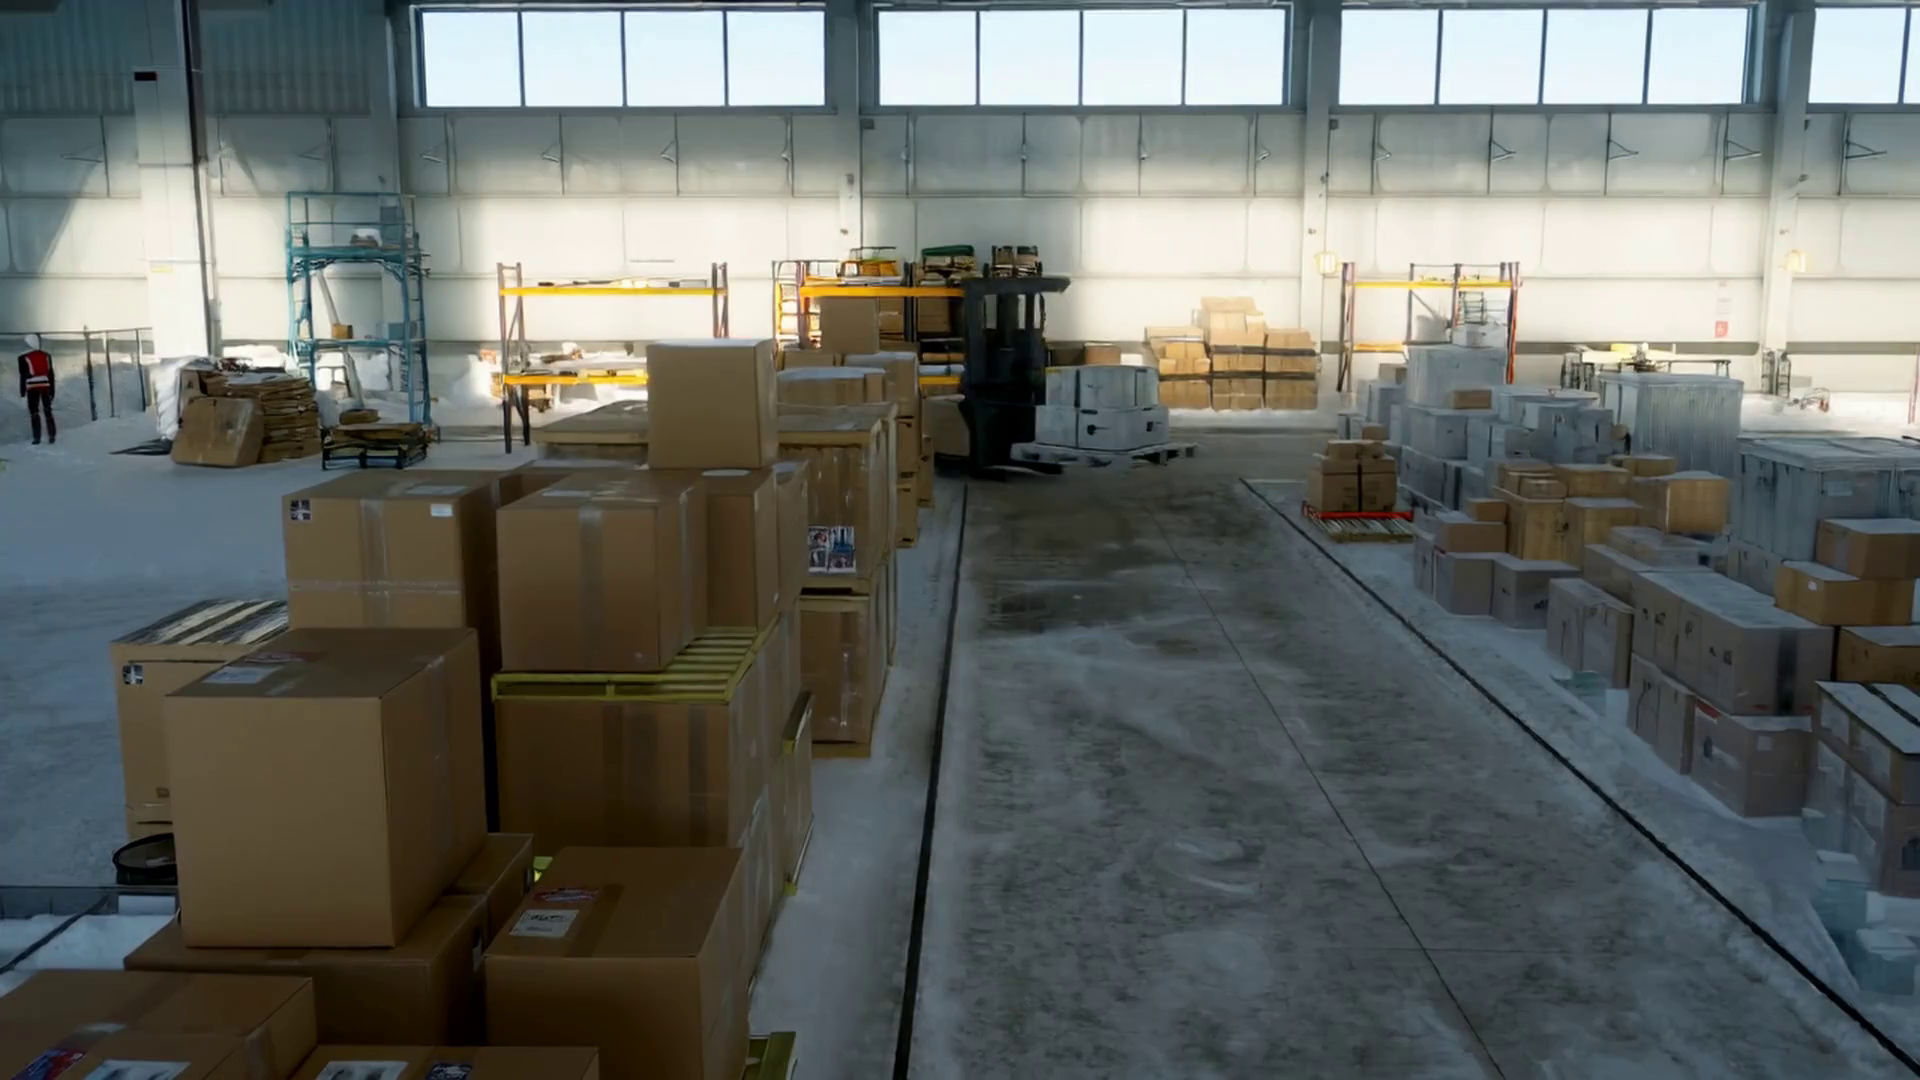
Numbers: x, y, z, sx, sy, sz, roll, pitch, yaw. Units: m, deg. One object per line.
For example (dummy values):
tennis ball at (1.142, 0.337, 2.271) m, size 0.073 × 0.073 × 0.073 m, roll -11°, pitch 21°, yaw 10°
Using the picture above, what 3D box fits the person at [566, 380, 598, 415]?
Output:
person at (-3.524, -0.525, 15.585) m, size 0.545 × 1.942 × 0.354 m, roll 9°, pitch 13°, yaw 44°

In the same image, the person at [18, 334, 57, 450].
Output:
person at (-14.954, -2.395, 26.966) m, size 0.355 × 1.882 × 0.576 m, roll 5°, pitch 11°, yaw 28°

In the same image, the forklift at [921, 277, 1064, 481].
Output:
forklift at (0.403, -2.333, 23.611) m, size 1.873 × 2.768 × 1.129 m, roll 9°, pitch 13°, yaw 42°
